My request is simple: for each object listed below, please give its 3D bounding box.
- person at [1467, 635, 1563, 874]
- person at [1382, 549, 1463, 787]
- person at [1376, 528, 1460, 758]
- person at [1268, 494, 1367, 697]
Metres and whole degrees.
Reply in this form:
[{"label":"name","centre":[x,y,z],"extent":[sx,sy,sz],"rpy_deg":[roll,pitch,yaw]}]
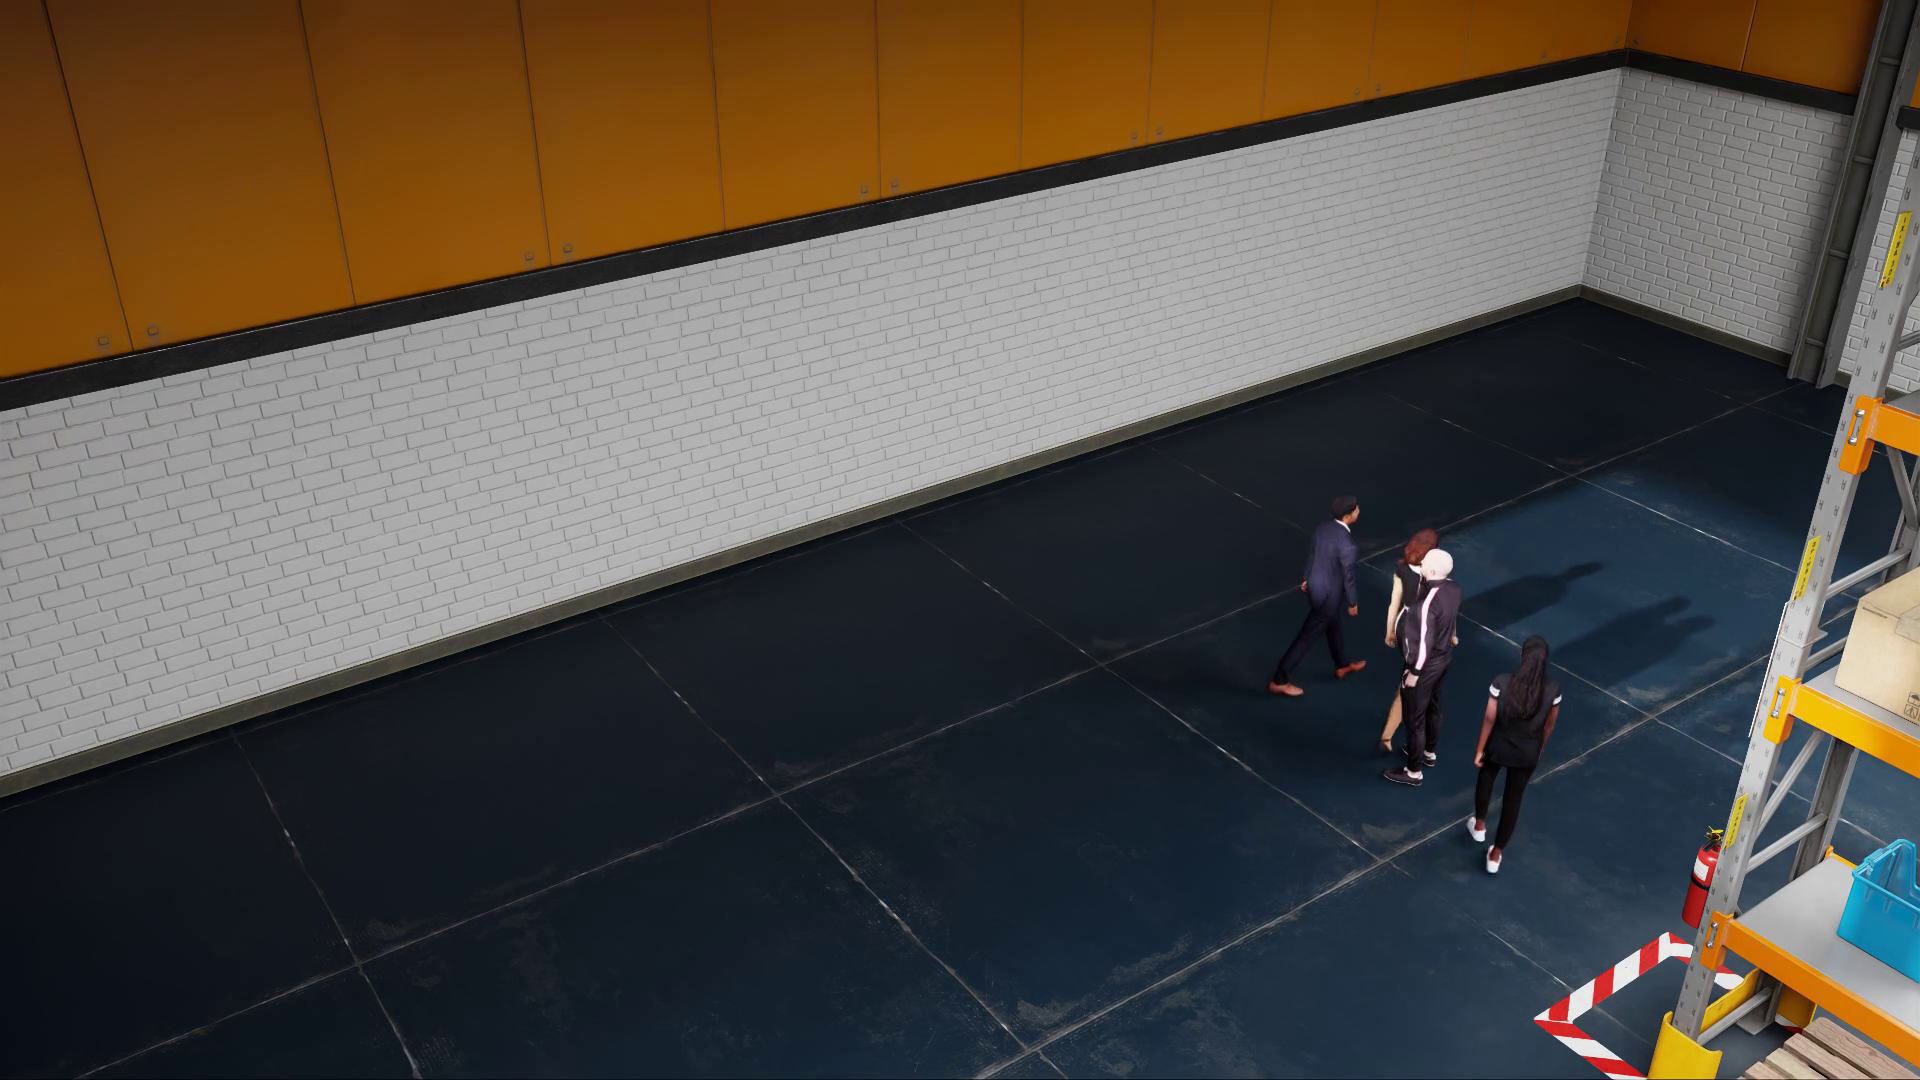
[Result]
[{"label":"person","centre":[3.610,1.434,10.858],"extent":[0.838,1.714,0.887],"rpy_deg":[7,29,12]},{"label":"person","centre":[3.298,0.889,11.732],"extent":[0.698,1.834,0.754],"rpy_deg":[19,34,31]},{"label":"person","centre":[3.239,0.795,11.984],"extent":[1.121,1.757,0.843],"rpy_deg":[24,37,37]},{"label":"person","centre":[2.728,0.461,12.680],"extent":[0.961,1.678,1.135],"rpy_deg":[-6,29,-11]}]
